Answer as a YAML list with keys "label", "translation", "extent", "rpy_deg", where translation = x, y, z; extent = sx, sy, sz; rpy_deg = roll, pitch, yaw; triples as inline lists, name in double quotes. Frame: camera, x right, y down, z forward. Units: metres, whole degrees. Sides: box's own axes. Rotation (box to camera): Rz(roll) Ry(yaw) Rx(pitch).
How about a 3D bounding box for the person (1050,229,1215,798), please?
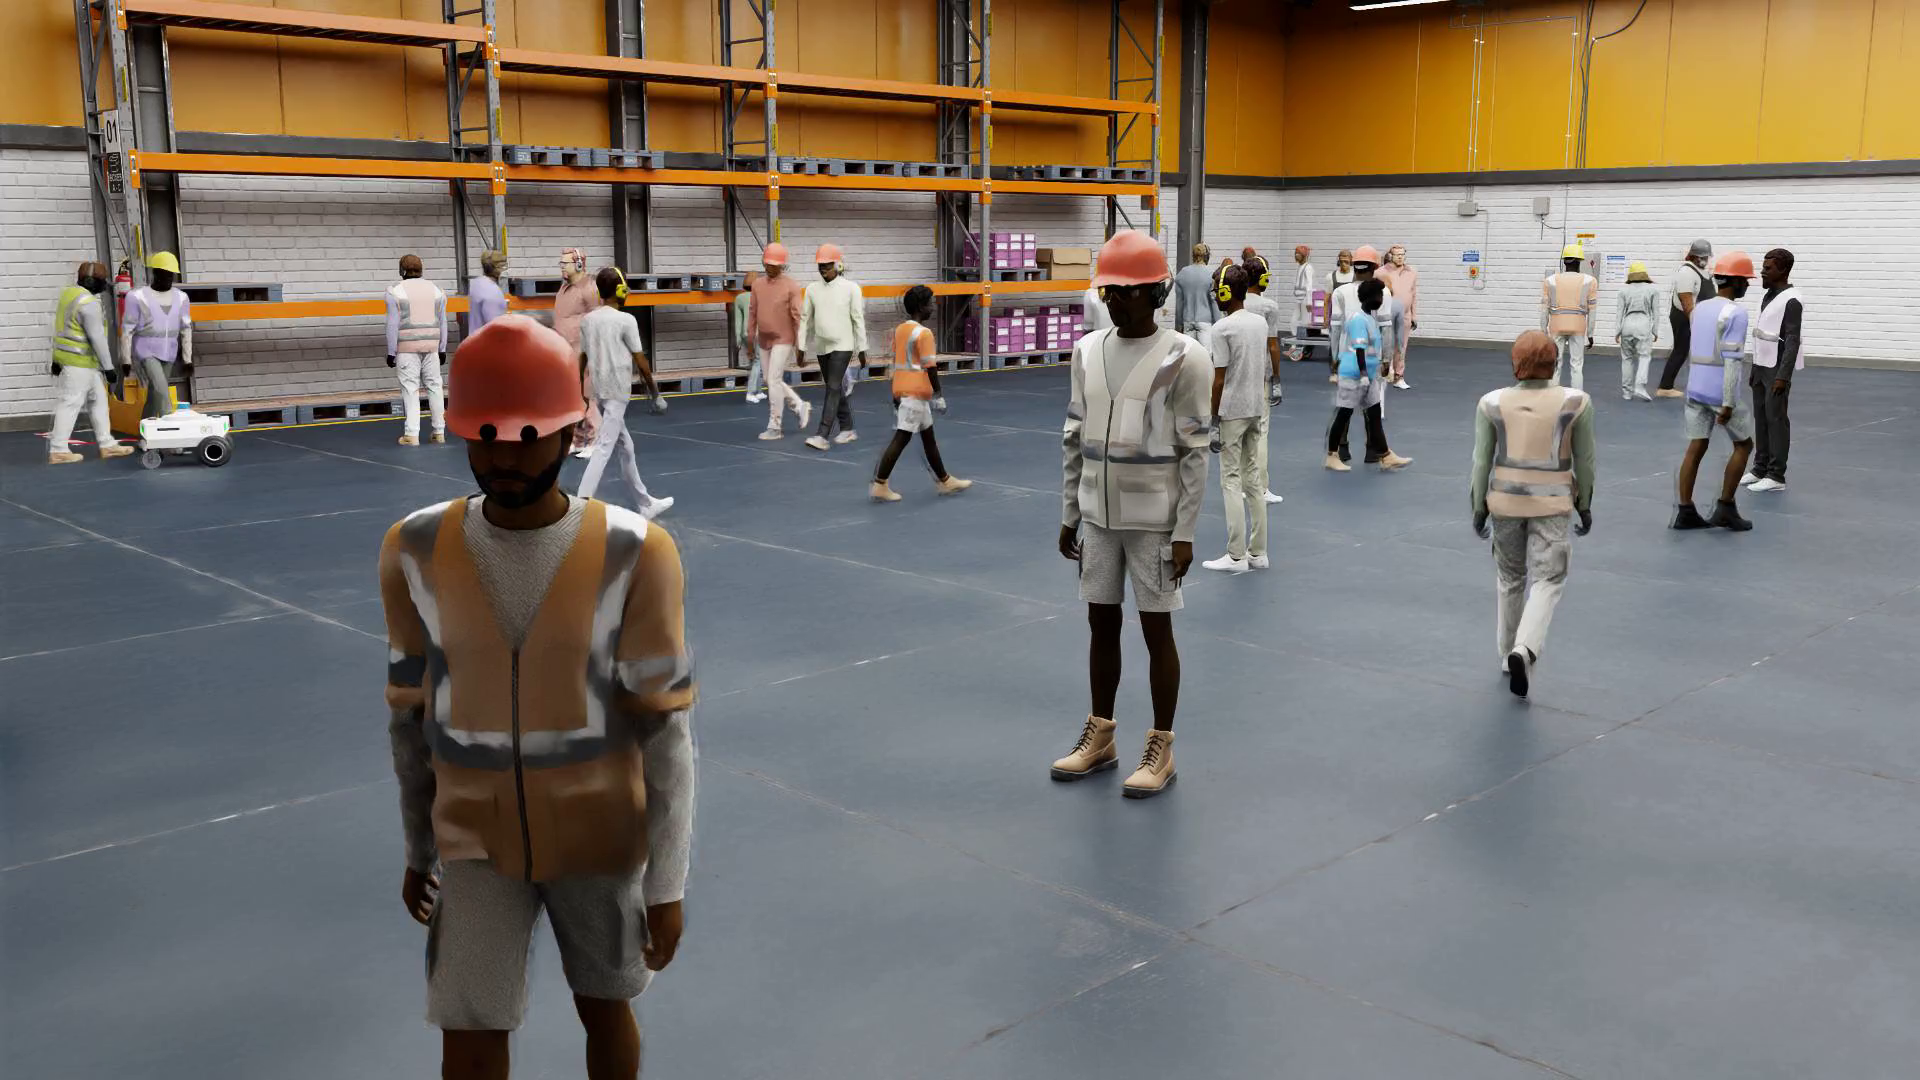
- label: "person"
  translation: [0.608, -0.090, 6.033]
  extent: [0.608, 2.042, 0.375]
  rpy_deg: [8, 13, 39]

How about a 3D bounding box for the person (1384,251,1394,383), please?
- label: "person"
  translation: [5.899, -3.041, 22.753]
  extent: [0.575, 1.806, 0.662]
  rpy_deg: [2, 11, 12]

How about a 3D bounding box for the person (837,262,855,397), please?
- label: "person"
  translation: [-1.528, -2.588, 20.445]
  extent: [0.542, 1.749, 0.372]
  rpy_deg: [10, 14, 42]

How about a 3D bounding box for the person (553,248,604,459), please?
- label: "person"
  translation: [-3.504, -1.703, 15.197]
  extent: [0.641, 1.908, 0.407]
  rpy_deg: [10, 14, 44]

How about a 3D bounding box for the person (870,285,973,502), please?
- label: "person"
  translation: [-0.320, -1.110, 12.659]
  extent: [0.878, 1.645, 0.552]
  rpy_deg: [-4, 11, -22]

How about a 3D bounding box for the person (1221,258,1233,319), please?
- label: "person"
  translation: [4.552, -3.985, 28.383]
  extent: [0.498, 1.634, 0.278]
  rpy_deg: [1, 10, 3]

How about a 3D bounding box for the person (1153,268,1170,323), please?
- label: "person"
  translation: [3.053, -3.728, 26.235]
  extent: [0.650, 1.916, 0.760]
  rpy_deg: [9, 14, 40]

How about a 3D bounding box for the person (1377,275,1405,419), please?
- label: "person"
  translation: [4.649, -2.145, 18.465]
  extent: [0.516, 1.583, 0.852]
  rpy_deg: [0, 10, 0]

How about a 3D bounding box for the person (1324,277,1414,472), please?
- label: "person"
  translation: [3.491, -1.385, 14.134]
  extent: [0.793, 1.653, 0.576]
  rpy_deg: [6, 12, 30]

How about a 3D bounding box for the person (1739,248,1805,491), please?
- label: "person"
  translation: [6.478, -1.351, 13.245]
  extent: [0.392, 1.919, 0.591]
  rpy_deg: [0, 10, 2]

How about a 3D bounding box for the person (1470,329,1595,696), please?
- label: "person"
  translation: [2.532, -0.129, 7.415]
  extent: [0.521, 1.612, 0.702]
  rpy_deg: [6, 12, 31]

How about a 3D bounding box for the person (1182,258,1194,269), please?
- label: "person"
  translation: [4.036, -4.062, 28.301]
  extent: [0.606, 1.813, 0.539]
  rpy_deg: [2, 11, 10]

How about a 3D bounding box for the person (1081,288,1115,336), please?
- label: "person"
  translation: [1.348, -1.558, 14.302]
  extent: [0.602, 1.943, 0.525]
  rpy_deg: [3, 11, 15]

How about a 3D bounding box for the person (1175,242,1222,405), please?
- label: "person"
  translation: [2.863, -2.580, 19.895]
  extent: [0.629, 1.940, 0.373]
  rpy_deg: [9, 13, 39]

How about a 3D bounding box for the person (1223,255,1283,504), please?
- label: "person"
  translation: [2.207, -1.202, 12.565]
  extent: [0.517, 1.873, 0.328]
  rpy_deg: [9, 14, 41]

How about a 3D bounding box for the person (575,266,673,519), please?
- label: "person"
  translation: [-2.392, -0.975, 11.503]
  extent: [0.487, 1.806, 1.025]
  rpy_deg: [8, 13, 39]

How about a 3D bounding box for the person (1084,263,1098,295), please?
- label: "person"
  translation: [1.656, -2.376, 19.356]
  extent: [0.542, 1.725, 0.898]
  rpy_deg: [4, 11, 20]

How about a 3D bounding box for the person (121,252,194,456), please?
- label: "person"
  translation: [-7.392, -1.711, 15.343]
  extent: [0.938, 1.870, 0.600]
  rpy_deg: [6, 12, 28]

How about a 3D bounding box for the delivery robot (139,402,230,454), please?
- label: "delivery robot"
  translation: [-6.809, -0.967, 14.618]
  extent: [0.707, 0.478, 0.477]
  rpy_deg: [-4, 11, -20]

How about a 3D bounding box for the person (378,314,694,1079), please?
- label: "person"
  translation: [-0.752, 0.559, 2.928]
  extent: [0.563, 1.878, 0.990]
  rpy_deg: [0, 10, -3]

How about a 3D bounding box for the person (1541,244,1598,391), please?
- label: "person"
  translation: [6.810, -2.346, 18.654]
  extent: [0.590, 1.923, 0.383]
  rpy_deg: [4, 11, 22]

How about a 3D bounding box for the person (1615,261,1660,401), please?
- label: "person"
  translation: [8.298, -2.564, 20.421]
  extent: [0.502, 1.709, 0.640]
  rpy_deg: [5, 11, 25]

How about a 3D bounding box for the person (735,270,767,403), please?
- label: "person"
  translation: [-2.492, -2.480, 20.273]
  extent: [0.503, 1.617, 0.656]
  rpy_deg: [5, 11, 25]

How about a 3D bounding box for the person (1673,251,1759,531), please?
- label: "person"
  translation: [5.231, -1.009, 11.407]
  extent: [0.641, 1.914, 0.554]
  rpy_deg: [-3, 11, -15]

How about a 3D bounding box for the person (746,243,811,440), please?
- label: "person"
  translation: [-1.781, -2.004, 16.713]
  extent: [0.659, 1.951, 0.829]
  rpy_deg: [7, 13, 35]

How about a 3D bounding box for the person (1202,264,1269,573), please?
- label: "person"
  translation: [1.661, -0.727, 10.040]
  extent: [0.490, 1.853, 0.370]
  rpy_deg: [-9, 14, -42]

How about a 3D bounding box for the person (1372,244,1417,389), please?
- label: "person"
  translation: [5.729, -2.931, 21.895]
  extent: [0.655, 1.906, 0.407]
  rpy_deg: [-2, 11, -12]

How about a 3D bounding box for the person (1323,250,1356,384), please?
- label: "person"
  translation: [5.187, -3.004, 22.505]
  extent: [0.524, 1.824, 0.499]
  rpy_deg: [2, 11, 11]

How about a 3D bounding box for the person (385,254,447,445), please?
- label: "person"
  translation: [-5.273, -1.839, 16.117]
  extent: [0.429, 1.841, 0.634]
  rpy_deg: [10, 14, 44]

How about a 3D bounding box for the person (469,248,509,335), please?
- label: "person"
  translation: [-4.330, -1.749, 15.495]
  extent: [0.498, 1.911, 0.749]
  rpy_deg: [-5, 11, -25]

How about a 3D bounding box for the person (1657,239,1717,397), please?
- label: "person"
  translation: [9.159, -2.772, 20.659]
  extent: [0.835, 2.000, 0.760]
  rpy_deg: [9, 14, 40]

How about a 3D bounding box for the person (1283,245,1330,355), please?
- label: "person"
  translation: [5.910, -4.046, 28.127]
  extent: [0.786, 1.858, 0.597]
  rpy_deg: [-1, 10, -5]

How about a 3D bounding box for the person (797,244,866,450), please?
- label: "person"
  translation: [-1.246, -1.847, 15.911]
  extent: [0.656, 1.938, 1.029]
  rpy_deg: [5, 12, 27]

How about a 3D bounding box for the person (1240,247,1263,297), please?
- label: "person"
  translation: [4.672, -3.875, 27.279]
  extent: [0.582, 1.826, 1.043]
  rpy_deg: [3, 11, 16]

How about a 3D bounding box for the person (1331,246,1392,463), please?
- label: "person"
  translation: [3.582, -1.649, 14.846]
  extent: [0.543, 1.928, 0.372]
  rpy_deg: [6, 12, 28]

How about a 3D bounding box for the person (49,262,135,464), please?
- label: "person"
  translation: [-7.813, -1.582, 14.883]
  extent: [0.840, 1.785, 0.646]
  rpy_deg: [-9, 14, -40]
